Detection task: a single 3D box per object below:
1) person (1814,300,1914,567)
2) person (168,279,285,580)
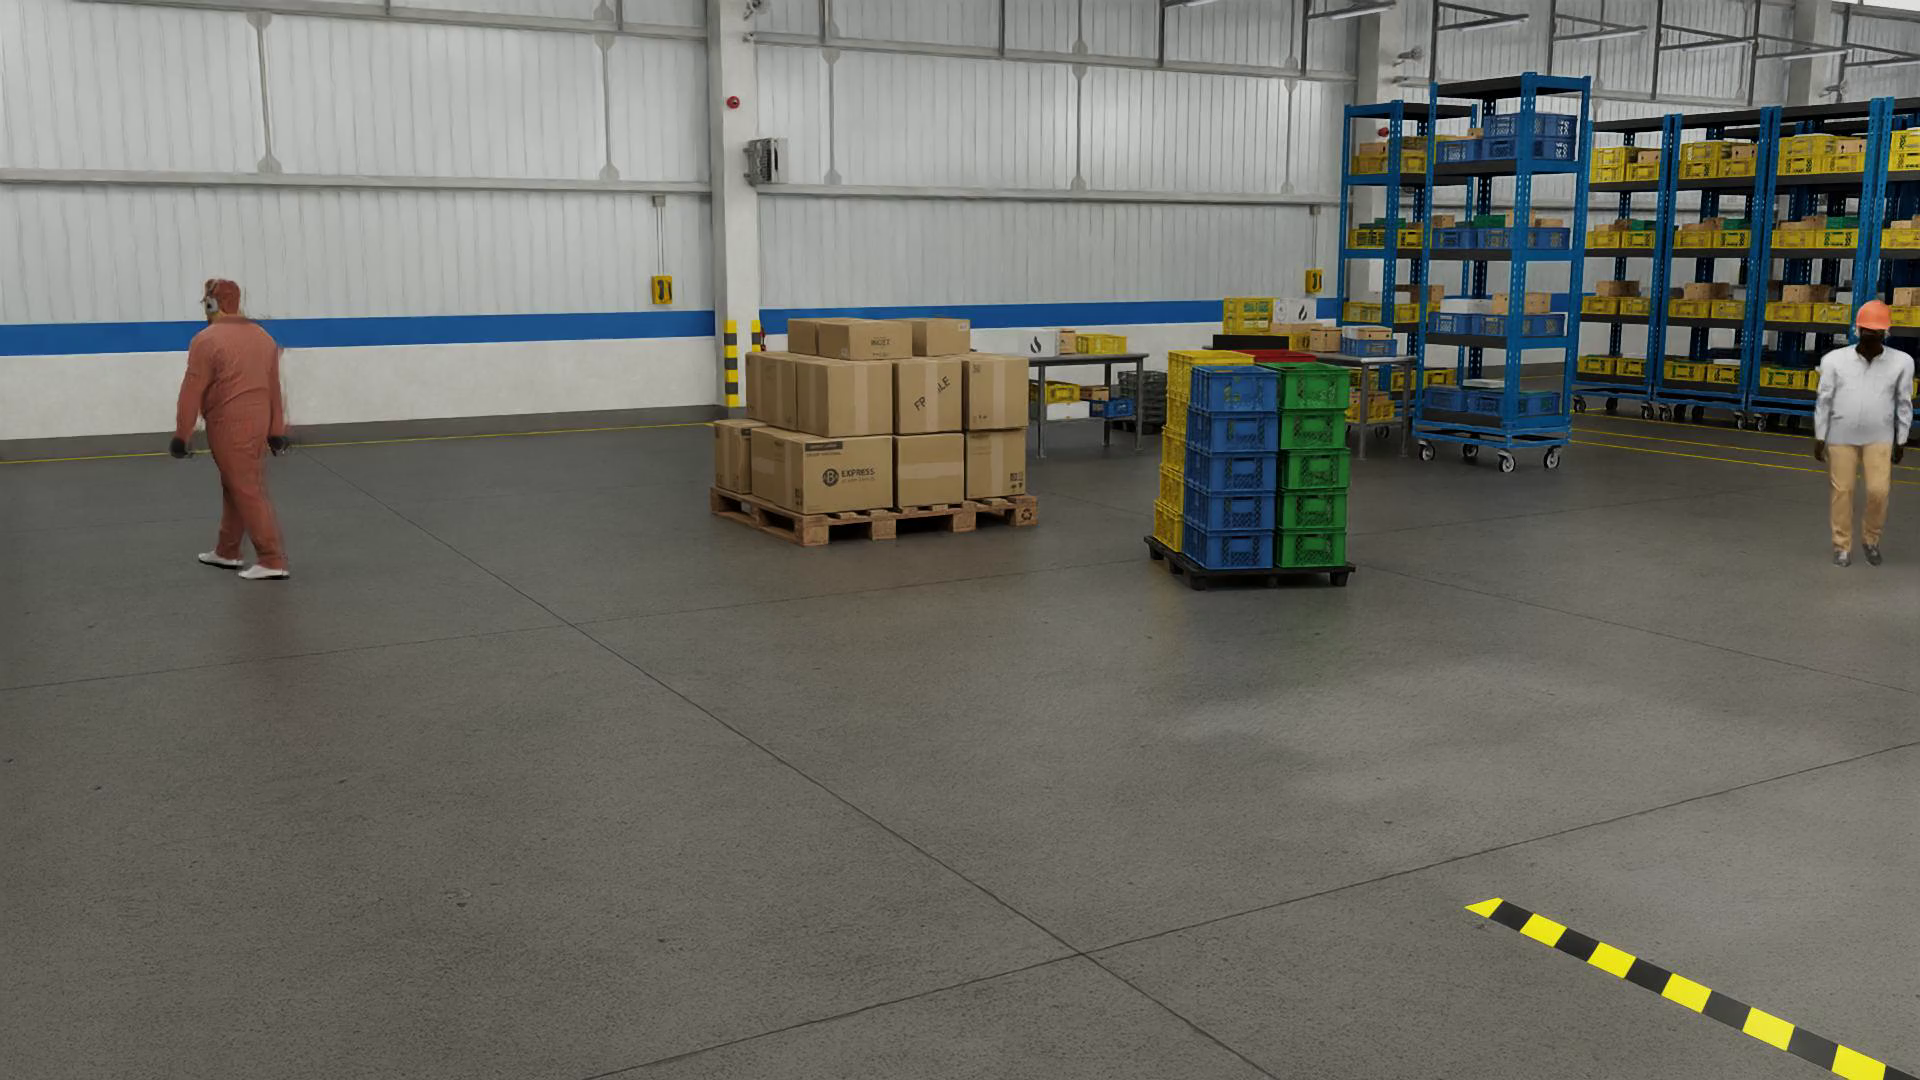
[{"bbox_3d":[5.826,-0.678,10.758,0.566,1.737,0.381,5,11,26],"label":"person"},{"bbox_3d":[-4.636,-0.683,10.415,0.906,1.869,0.660,3,10,15],"label":"person"}]
